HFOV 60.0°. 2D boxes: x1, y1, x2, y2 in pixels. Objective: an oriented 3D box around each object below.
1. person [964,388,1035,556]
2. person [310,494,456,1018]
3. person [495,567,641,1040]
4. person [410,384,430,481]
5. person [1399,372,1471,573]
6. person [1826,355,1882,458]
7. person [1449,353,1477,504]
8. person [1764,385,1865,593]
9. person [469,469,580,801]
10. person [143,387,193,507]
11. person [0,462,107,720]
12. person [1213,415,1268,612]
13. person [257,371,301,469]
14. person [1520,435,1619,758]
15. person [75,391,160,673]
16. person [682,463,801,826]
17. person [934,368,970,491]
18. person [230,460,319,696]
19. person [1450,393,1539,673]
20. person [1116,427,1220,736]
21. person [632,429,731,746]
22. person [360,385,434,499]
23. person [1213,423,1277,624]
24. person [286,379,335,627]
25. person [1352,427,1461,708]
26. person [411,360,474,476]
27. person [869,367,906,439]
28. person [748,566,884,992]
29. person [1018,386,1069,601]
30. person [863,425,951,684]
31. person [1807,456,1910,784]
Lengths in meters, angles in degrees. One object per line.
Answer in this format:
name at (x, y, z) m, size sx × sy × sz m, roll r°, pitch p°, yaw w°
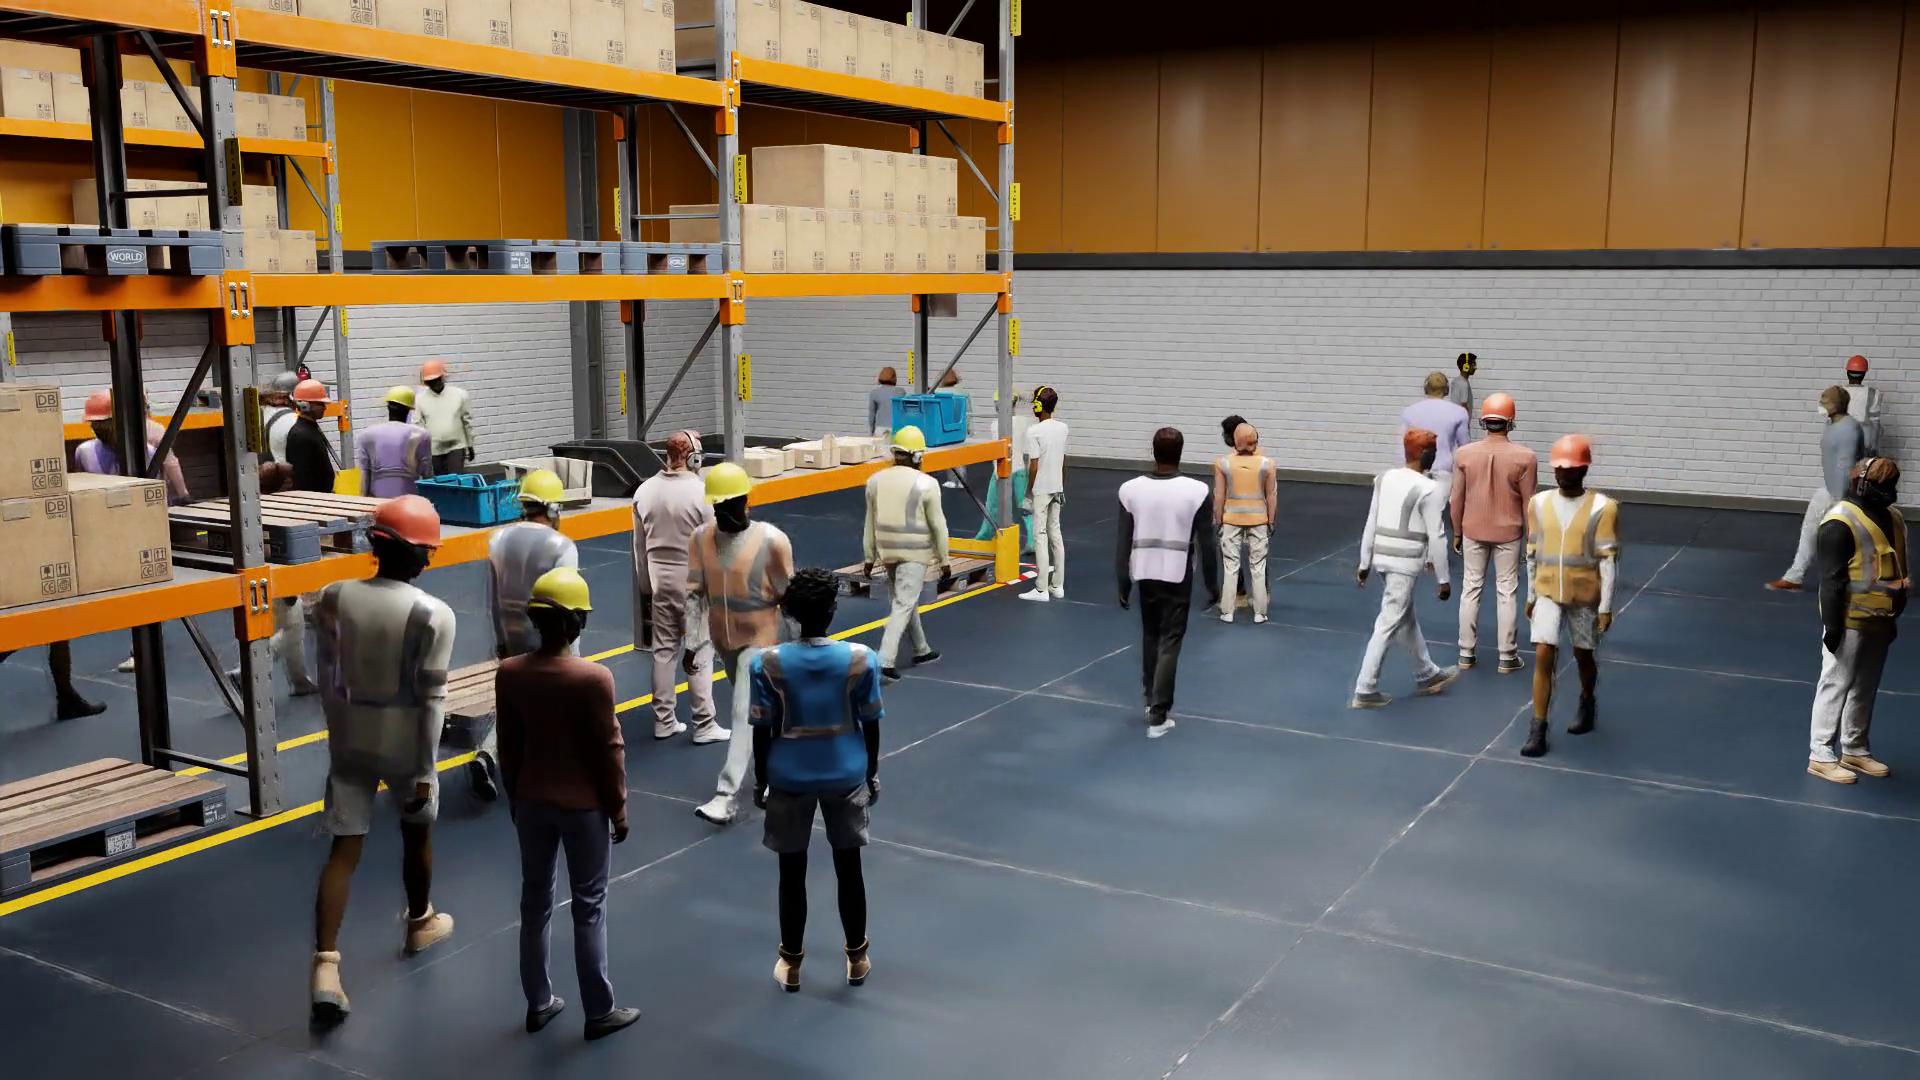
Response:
person at (0.459, -0.705, 16.809) m, size 0.931 × 1.715 × 0.541 m, roll 8°, pitch 12°, yaw 42°
person at (-2.272, 0.818, 6.516) m, size 0.624 × 1.985 × 1.070 m, roll 1°, pitch 9°, yaw 3°
person at (-1.465, 0.977, 6.194) m, size 0.523 × 1.764 × 0.323 m, roll 3°, pitch 10°, yaw 20°
person at (-5.954, -1.098, 19.053) m, size 0.907 × 1.794 × 0.555 m, roll -9°, pitch 13°, yaw -44°
person at (4.609, -0.669, 16.062) m, size 0.641 × 1.886 × 1.009 m, roll 6°, pitch 11°, yaw 33°
person at (9.907, -1.082, 18.496) m, size 0.542 × 1.938 × 0.358 m, roll 4°, pitch 10°, yaw 25°
person at (6.202, -1.380, 20.574) m, size 0.310 × 1.868 × 0.534 m, roll 0°, pitch 9°, yaw 1°
person at (7.778, -0.418, 14.572) m, size 1.096 × 1.878 × 0.644 m, roll 2°, pitch 9°, yaw 11°
person at (-2.305, 0.528, 8.887) m, size 0.619 × 1.805 × 0.715 m, roll 5°, pitch 10°, yaw 27°
person at (-7.136, -0.416, 14.627) m, size 0.654 × 1.848 × 1.034 m, roll 4°, pitch 10°, yaw 24°
person at (-5.858, 0.259, 10.298) m, size 0.580 × 1.890 × 0.899 m, roll 7°, pitch 11°, yaw 37°
person at (2.388, -0.220, 13.957) m, size 0.338 × 1.673 × 0.581 m, roll 7°, pitch 12°, yaw 38°
person at (-5.994, -0.515, 14.636) m, size 0.696 × 2.000 × 0.975 m, roll 6°, pitch 11°, yaw 33°
person at (3.669, 0.303, 10.001) m, size 0.556 × 1.896 × 0.970 m, roll 7°, pitch 11°, yaw 36°
person at (-5.983, -0.069, 11.911) m, size 0.652 × 2.020 × 0.587 m, roll 1°, pitch 9°, yaw 3°
person at (-1.164, 0.523, 8.705) m, size 0.583 × 1.863 × 1.032 m, roll 5°, pitch 10°, yaw 27°
person at (-0.089, -1.440, 21.786) m, size 0.606 × 1.597 × 0.691 m, roll -2°, pitch 9°, yaw -12°
person at (-4.517, 0.284, 10.961) m, size 0.647 × 1.621 × 0.536 m, roll -9°, pitch 13°, yaw -44°
person at (3.805, -0.049, 11.862) m, size 0.612 × 1.997 × 0.375 m, roll 5°, pitch 11°, yaw 30°
person at (1.327, 0.237, 10.424) m, size 0.598 × 1.889 × 0.826 m, roll 5°, pitch 10°, yaw 27°
person at (-1.652, 0.284, 10.069) m, size 0.652 × 1.906 × 0.403 m, roll 5°, pitch 10°, yaw 28°
person at (-4.766, -0.358, 14.118) m, size 0.594 × 1.894 × 0.449 m, roll -1°, pitch 9°, yaw -4°
person at (2.306, -0.128, 13.461) m, size 0.511 × 1.643 × 0.308 m, roll 1°, pitch 9°, yaw 8°
person at (-5.224, -0.301, 13.446) m, size 0.389 × 1.991 × 0.625 m, roll -2°, pitch 9°, yaw -15°
person at (2.979, 0.181, 10.938) m, size 0.963 × 1.833 × 0.611 m, roll -4°, pitch 10°, yaw -23°
person at (-5.521, -0.963, 17.781) m, size 0.634 × 1.924 × 0.892 m, roll -3°, pitch 9°, yaw -16°
person at (-0.939, -1.473, 21.930) m, size 0.516 × 1.612 × 0.613 m, roll 1°, pitch 9°, yaw 4°
person at (-0.568, 0.943, 6.593) m, size 0.540 × 1.699 × 0.317 m, roll -2°, pitch 9°, yaw -10°
person at (0.727, -0.402, 14.461) m, size 0.328 × 1.872 × 0.514 m, roll 8°, pitch 12°, yaw 42°
person at (-0.382, 0.091, 11.676) m, size 0.610 × 1.784 × 0.935 m, roll 6°, pitch 11°, yaw 33°
person at (5.047, 0.444, 9.314) m, size 0.619 × 1.836 × 0.430 m, roll -6°, pitch 11°, yaw -31°
